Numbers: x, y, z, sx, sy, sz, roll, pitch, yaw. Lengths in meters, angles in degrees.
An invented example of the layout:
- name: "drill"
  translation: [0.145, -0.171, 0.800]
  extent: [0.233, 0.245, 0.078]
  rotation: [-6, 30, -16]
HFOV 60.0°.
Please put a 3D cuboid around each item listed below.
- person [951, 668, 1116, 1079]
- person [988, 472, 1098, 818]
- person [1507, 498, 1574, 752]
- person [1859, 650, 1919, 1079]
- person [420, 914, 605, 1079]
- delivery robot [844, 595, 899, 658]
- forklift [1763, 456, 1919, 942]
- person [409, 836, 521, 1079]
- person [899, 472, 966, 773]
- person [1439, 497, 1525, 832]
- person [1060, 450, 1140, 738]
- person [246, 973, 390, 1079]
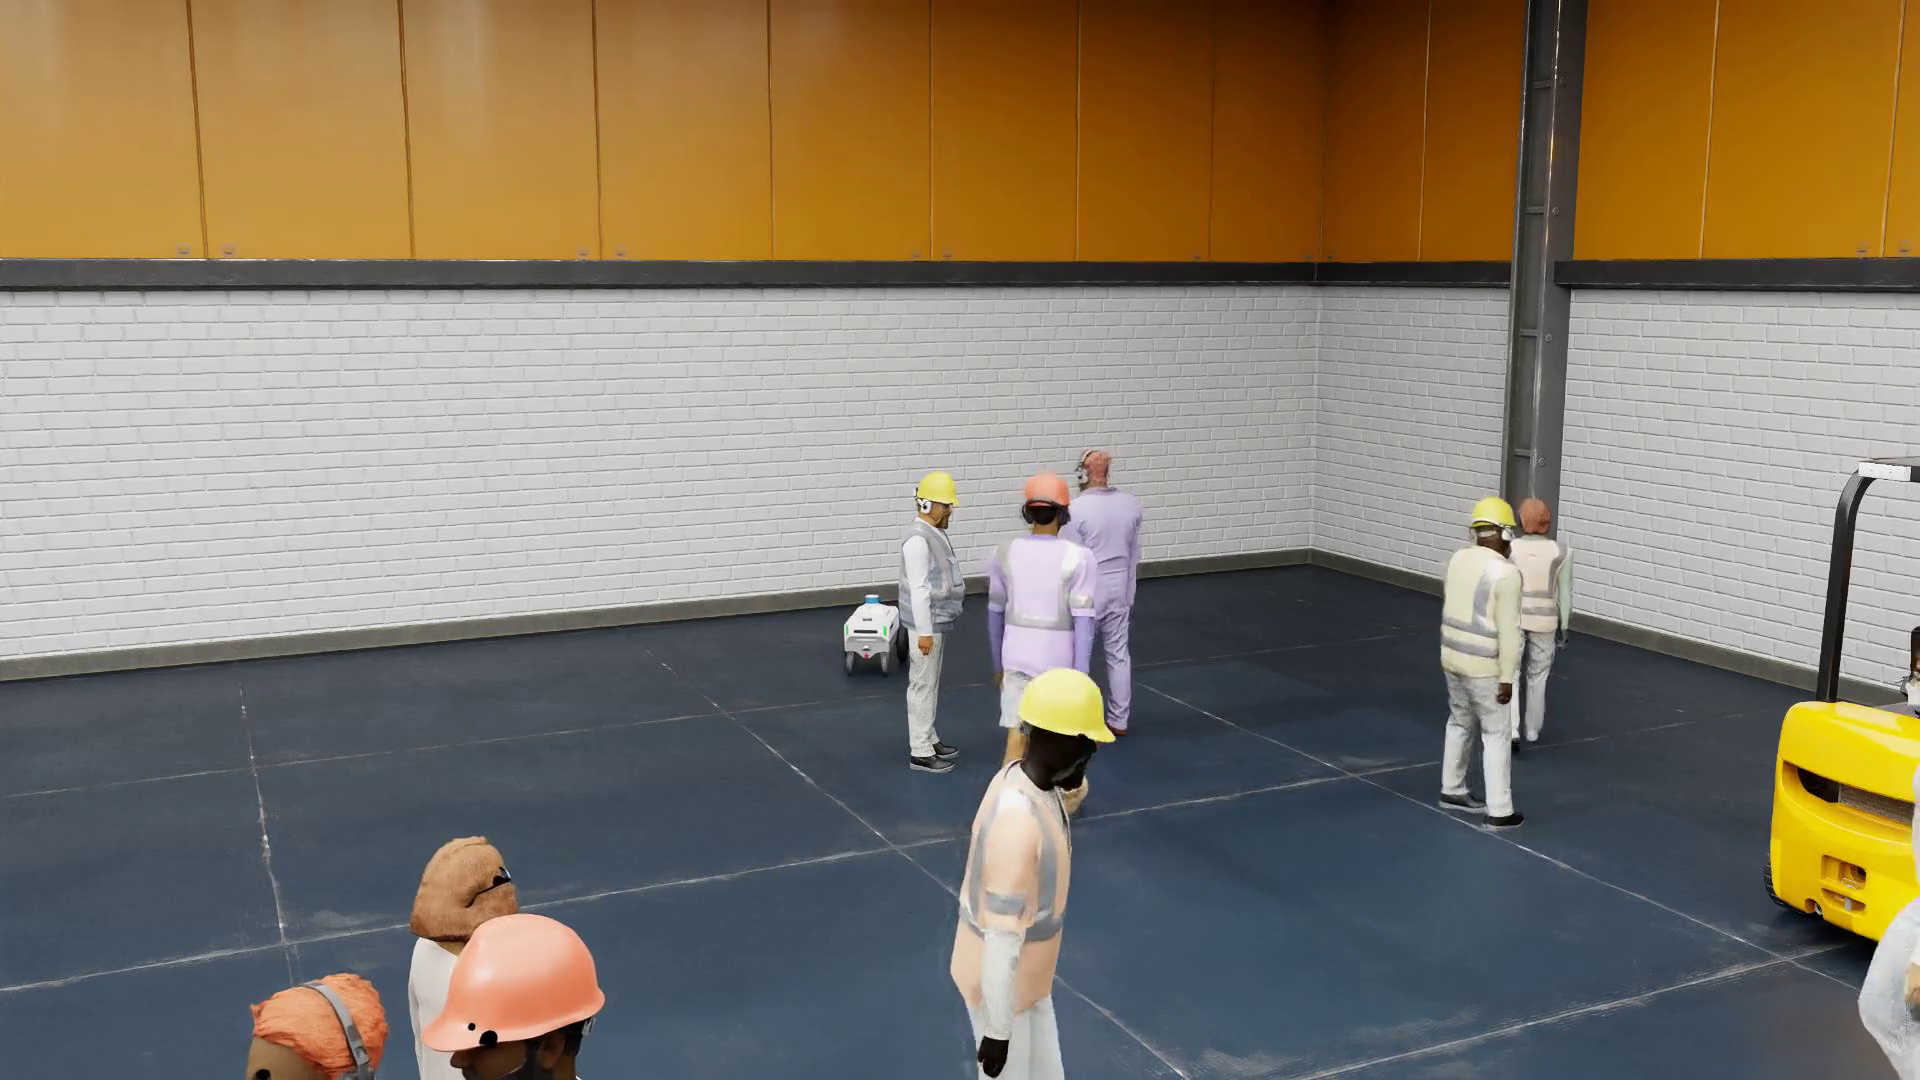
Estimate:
- name: "person"
  translation: [0.070, 1.299, 5.002]
  extent: [0.761, 1.892, 0.600]
  rotation: [1, 9, 9]
- name: "person"
  translation: [0.440, 0.632, 8.844]
  extent: [0.618, 1.969, 1.102]
  rotation: [3, 10, 19]
- name: "person"
  translation: [3.589, 0.541, 10.518]
  extent: [0.529, 1.620, 0.660]
  rotation: [3, 10, 16]
- name: "person"
  translation: [3.126, 1.241, 5.258]
  extent: [0.478, 1.923, 0.647]
  rotation: [4, 10, 21]
- name: "person"
  translation: [-0.740, 1.597, 2.979]
  extent: [0.357, 1.937, 0.551]
  rotation: [-8, 12, -41]
- name: "delivery robot"
  translation: [-0.671, 0.663, 12.733]
  extent: [0.477, 0.478, 0.707]
  rotation: [0, 8, 5]
- name: "forklift"
  translation: [4.857, 0.731, 7.561]
  extent: [2.313, 2.155, 1.214]
  rotation: [-4, 10, -25]
- name: "person"
  translation: [-1.217, 1.546, 4.229]
  extent: [0.283, 1.636, 0.500]
  rotation: [-8, 12, -41]
- name: "person"
  translation: [-0.168, 0.493, 10.186]
  extent: [0.403, 1.823, 0.586]
  rotation: [1, 9, 7]
- name: "person"
  translation: [2.883, 0.669, 9.154]
  extent: [0.442, 1.811, 0.611]
  rotation: [-3, 10, -21]
- name: "person"
  translation: [0.882, 0.367, 10.794]
  extent: [0.657, 1.888, 0.427]
  rotation: [-7, 12, -38]
- name: "person"
  translation: [-1.040, 1.644, 2.857]
  extent: [0.574, 1.883, 0.360]
  rotation: [5, 11, 30]
